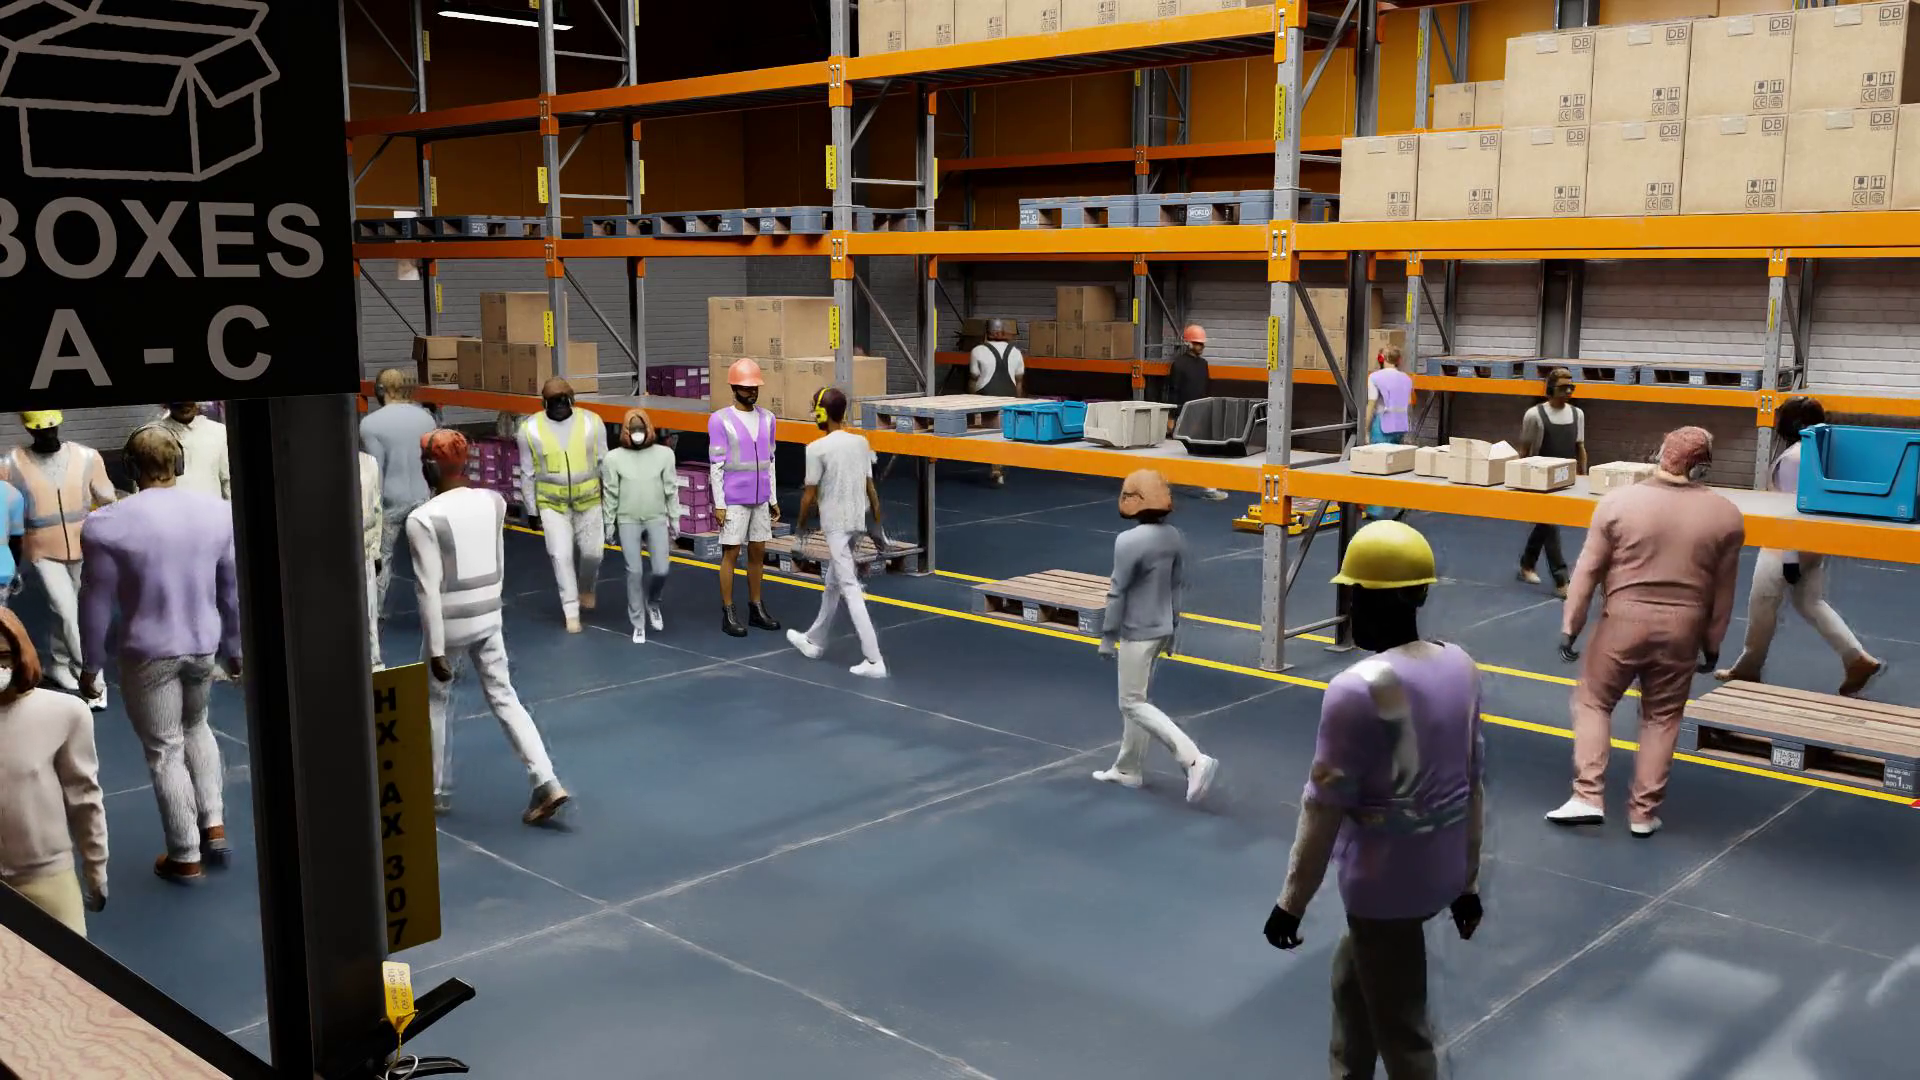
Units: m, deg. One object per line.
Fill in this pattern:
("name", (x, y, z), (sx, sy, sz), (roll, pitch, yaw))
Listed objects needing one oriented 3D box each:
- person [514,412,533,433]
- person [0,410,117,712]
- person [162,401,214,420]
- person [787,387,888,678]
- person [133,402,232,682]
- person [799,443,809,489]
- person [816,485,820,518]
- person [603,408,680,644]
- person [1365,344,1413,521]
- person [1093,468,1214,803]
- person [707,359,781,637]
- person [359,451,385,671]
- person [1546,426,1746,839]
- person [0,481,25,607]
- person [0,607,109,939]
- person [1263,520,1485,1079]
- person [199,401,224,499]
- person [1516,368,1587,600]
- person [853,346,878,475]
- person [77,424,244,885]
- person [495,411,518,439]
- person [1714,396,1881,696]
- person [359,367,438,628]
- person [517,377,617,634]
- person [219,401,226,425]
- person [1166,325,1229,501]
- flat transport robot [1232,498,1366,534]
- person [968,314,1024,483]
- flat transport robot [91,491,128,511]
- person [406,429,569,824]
("person", (-5.869, -2.075, 22.829), (0.607, 1.835, 0.962), (6, 11, 33))
("person", (-5.285, 0.046, 9.813), (1.009, 1.864, 0.701), (9, 13, 44))
("person", (-5.005, -0.200, 11.150), (0.925, 1.898, 0.645), (0, 9, -2))
("person", (-0.793, -0.058, 10.590), (0.983, 1.808, 0.529), (8, 12, 40))
("person", (-4.795, -0.100, 10.341), (0.615, 1.979, 0.494), (-7, 12, -38))
("person", (-1.677, -1.392, 19.319), (0.544, 1.631, 0.328), (-6, 11, -31))
("person", (-1.253, -1.228, 17.037), (0.392, 2.041, 0.615), (6, 11, 33))
("person", (-2.180, -0.098, 11.389), (0.525, 1.620, 0.366), (-2, 10, -14))
("person", (4.359, -1.055, 16.711), (0.637, 1.801, 0.698), (-6, 11, -30))
("person", (0.932, 0.461, 8.006), (0.673, 1.609, 0.503), (6, 11, 34))
("person", (-1.492, -0.301, 11.671), (0.545, 1.938, 0.362), (-9, 13, -42))
("person", (-3.722, 0.059, 9.930), (0.615, 1.792, 0.941), (-8, 12, -42))
("person", (3.096, 0.422, 7.490), (0.744, 1.872, 0.443), (2, 9, 12))
("person", (-5.511, 0.221, 9.323), (0.590, 1.666, 0.591), (3, 10, 19))
("person", (-2.697, 0.991, 4.715), (0.516, 1.631, 0.336), (-5, 10, -26))
("person", (1.068, 0.890, 4.499), (0.815, 1.897, 0.593), (9, 13, 43))
("person", (-8.413, -1.499, 18.820), (0.603, 2.010, 0.935), (-5, 11, -30))
("person", (4.688, -0.473, 13.192), (0.523, 1.795, 1.005), (-2, 10, -14))
("person", (-1.234, -1.556, 20.323), (0.515, 1.622, 0.376), (-6, 11, -32))
("person", (-3.346, 0.475, 6.961), (0.537, 1.923, 0.639), (7, 12, 37))
("person", (-5.454, -1.669, 20.371), (0.714, 1.840, 0.512), (-1, 9, -8))
("person", (5.073, 0.038, 9.985), (0.628, 1.819, 0.848), (-8, 12, -40))
("person", (-3.900, -0.271, 11.675), (1.028, 1.889, 0.649), (7, 11, 35))
("person", (-2.790, -0.261, 11.821), (0.669, 1.817, 0.579), (-3, 10, -16))
("person", (-7.462, -1.134, 17.394), (0.536, 1.731, 0.777), (-3, 10, -18))
("person", (2.538, -1.431, 18.611), (1.036, 1.957, 0.621), (7, 12, 38))
("flat transport robot", (3.385, -0.262, 16.528), (0.652, 0.197, 1.431), (9, 13, 43))
("person", (0.419, -1.662, 19.703), (0.688, 2.000, 0.681), (-4, 10, -25))
("flat transport robot", (-8.938, -0.369, 17.188), (0.652, 0.197, 1.431), (-8, 12, -42))
("person", (-2.250, 0.405, 7.652), (0.971, 1.850, 0.572), (6, 11, 34))
